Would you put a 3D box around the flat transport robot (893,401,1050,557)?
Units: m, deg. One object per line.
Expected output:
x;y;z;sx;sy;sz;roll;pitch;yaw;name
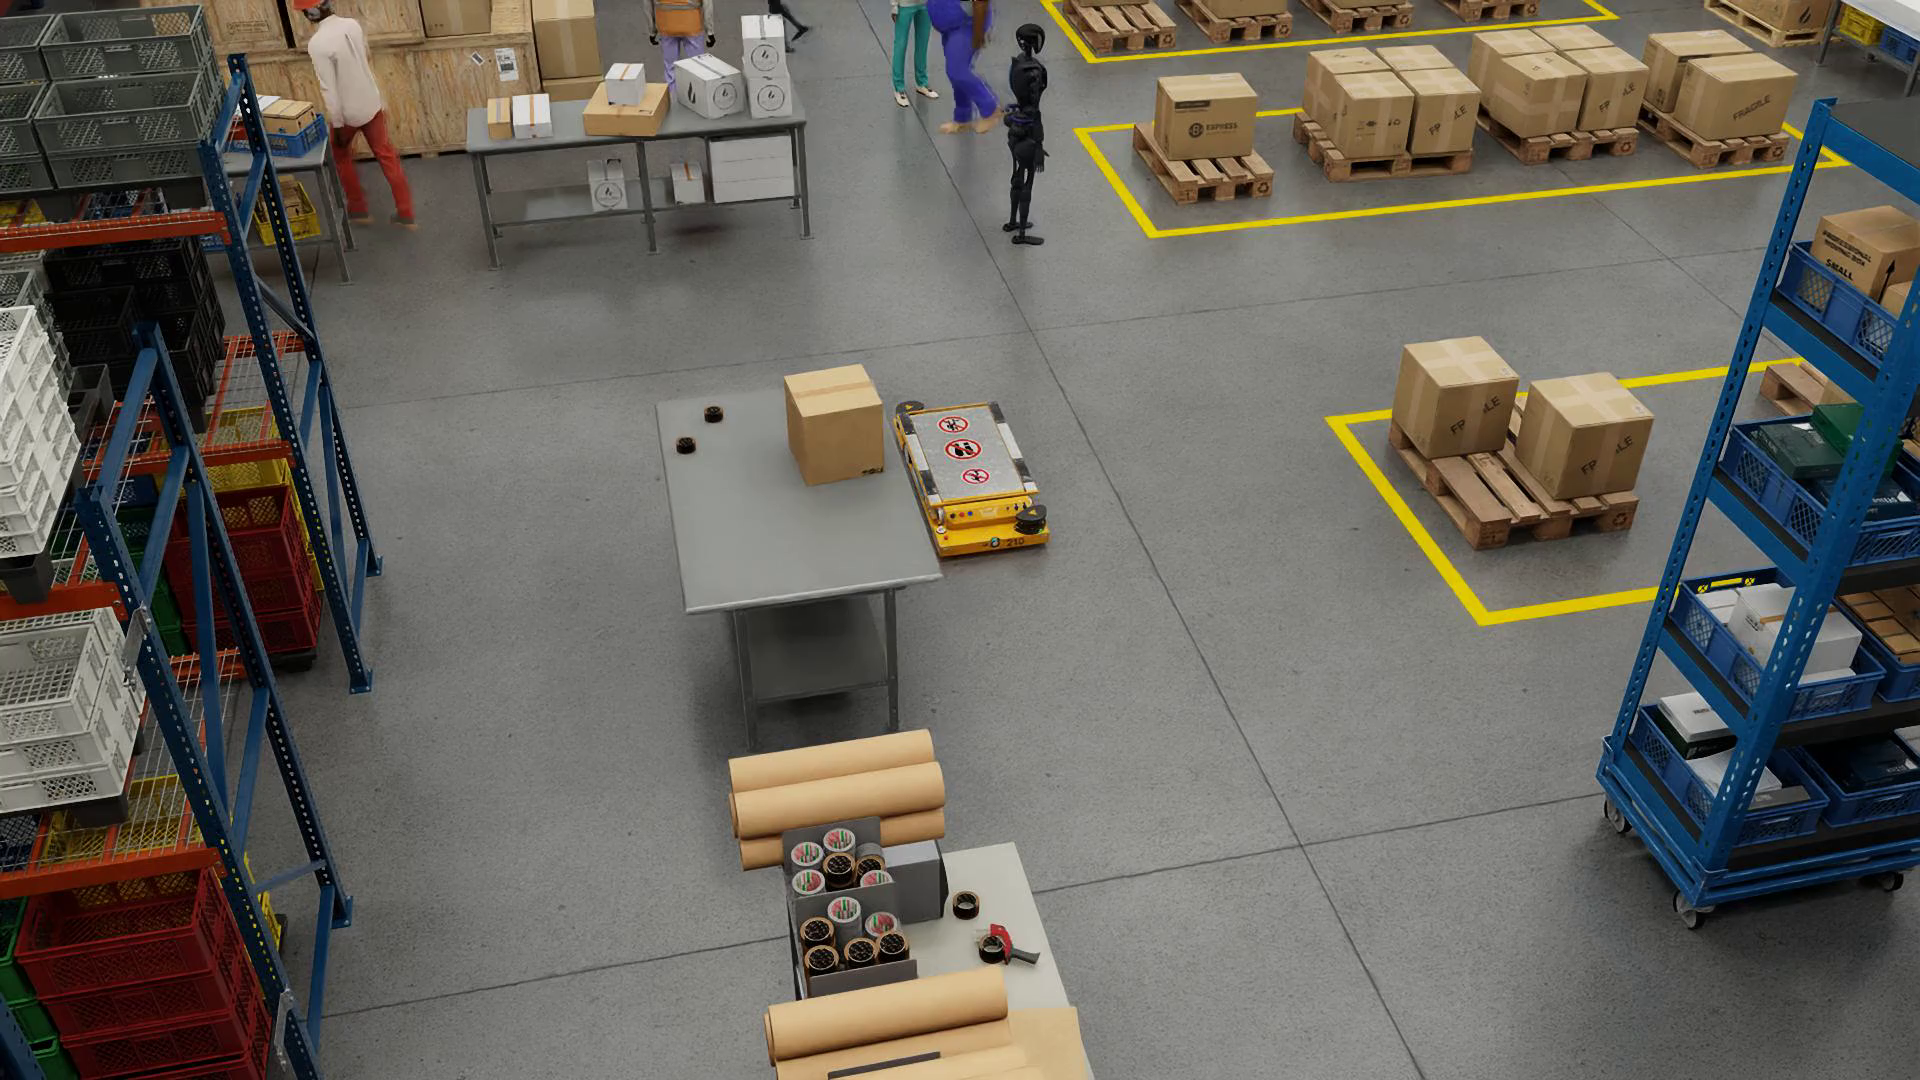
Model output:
0.046;-0.430;10.108;0.652;0.197;1.431;-8;37;-10;flat transport robot

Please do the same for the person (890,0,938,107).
-0.386;-4.726;14.656;0.525;1.760;0.334;-21;42;-26;person

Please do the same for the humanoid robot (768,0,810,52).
-1.767;-5.447;15.706;0.480;1.636;0.585;9;38;12;humanoid robot

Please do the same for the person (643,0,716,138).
-2.350;-4.320;13.971;0.586;1.927;0.367;1;37;1;person

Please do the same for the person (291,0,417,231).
-4.620;-3.234;12.490;0.810;1.943;0.684;12;38;16;person

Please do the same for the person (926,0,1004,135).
-0.018;-4.411;14.000;0.541;2.000;0.705;-13;38;-16;person

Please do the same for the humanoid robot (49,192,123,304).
-5.450;-1.636;10.561;0.309;1.657;0.611;7;37;9;humanoid robot

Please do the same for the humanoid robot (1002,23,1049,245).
0.510;-3.050;12.462;0.326;1.656;0.591;-8;37;-10;humanoid robot
